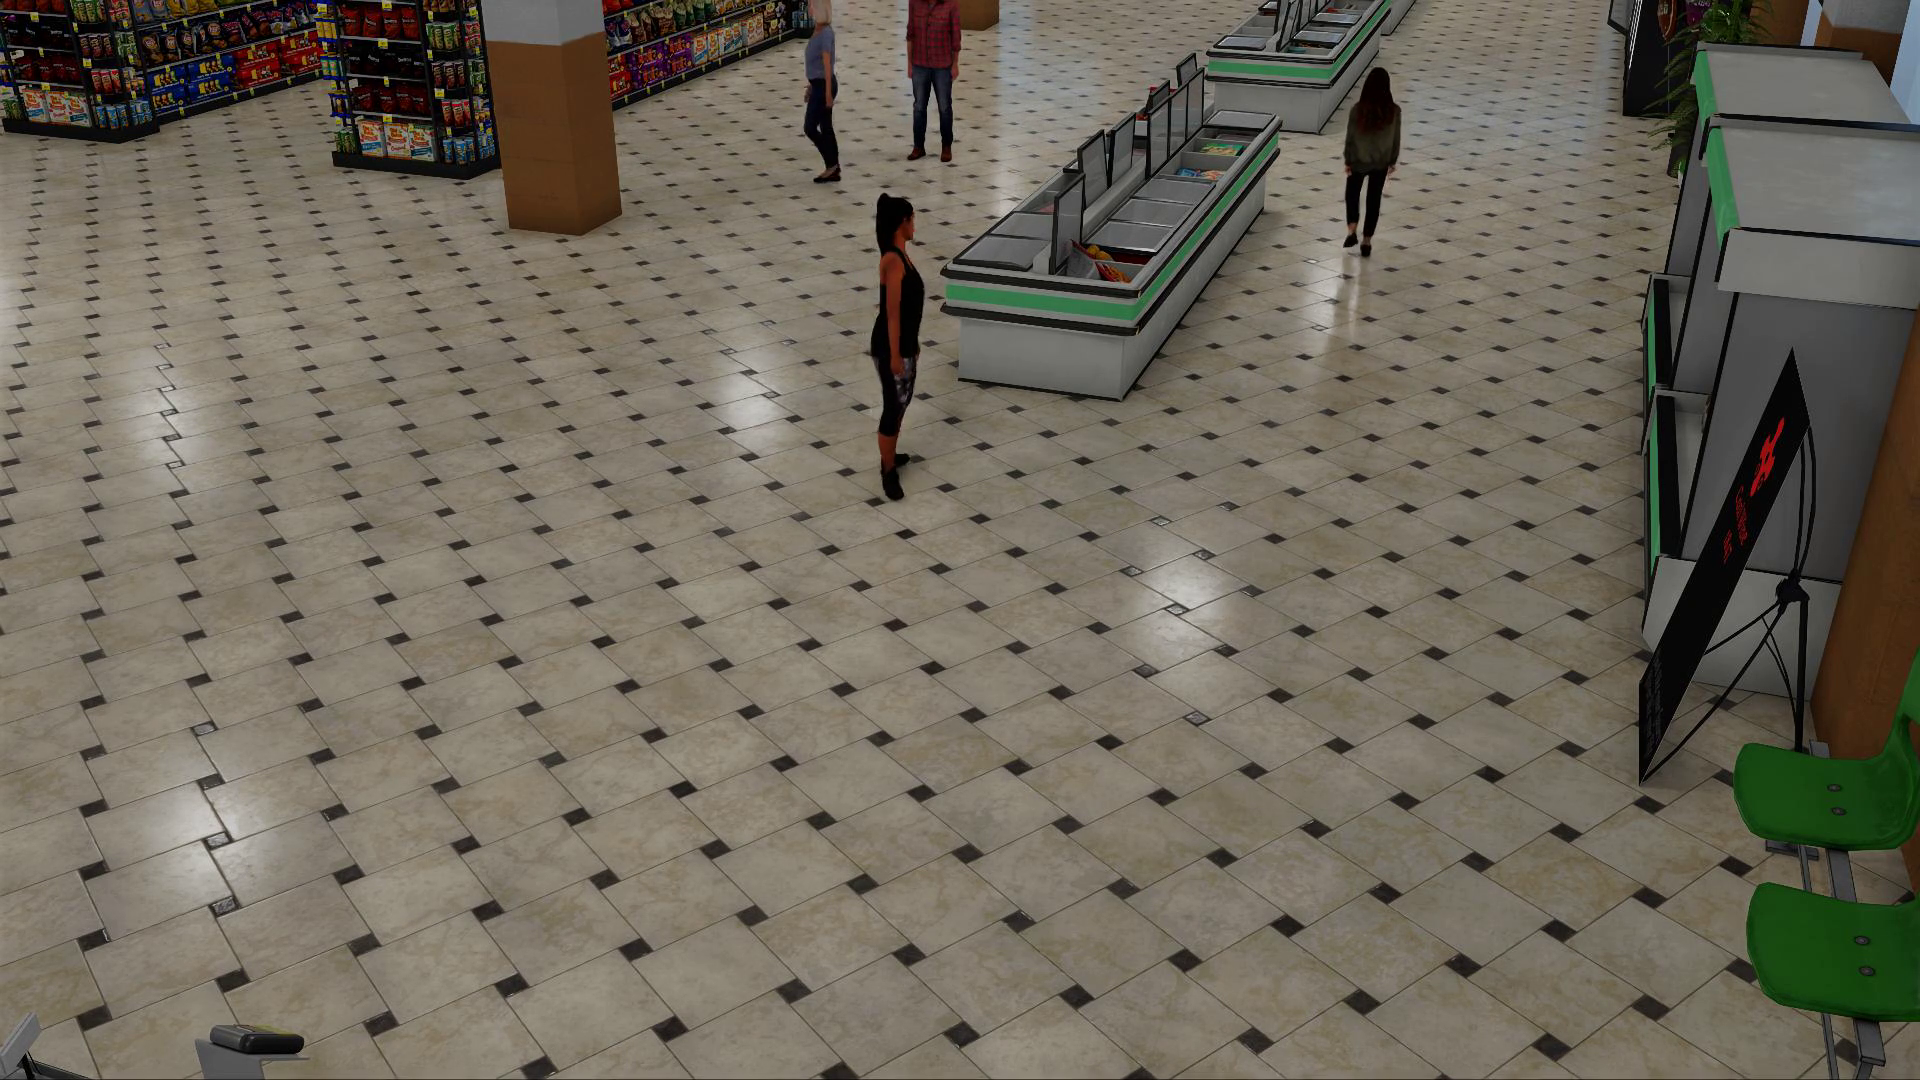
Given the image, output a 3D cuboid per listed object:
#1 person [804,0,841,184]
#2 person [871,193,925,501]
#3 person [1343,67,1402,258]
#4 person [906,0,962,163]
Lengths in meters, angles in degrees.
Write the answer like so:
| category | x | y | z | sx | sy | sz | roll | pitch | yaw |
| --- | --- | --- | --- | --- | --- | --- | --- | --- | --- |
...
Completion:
| category | x | y | z | sx | sy | sz | roll | pitch | yaw |
| --- | --- | --- | --- | --- | --- | --- | --- | --- | --- |
| person | -1.156 | -4.087 | 15.072 | 0.738 | 1.713 | 0.634 | -4 | 27 | -7 |
| person | -0.372 | -1.051 | 9.159 | 0.820 | 1.646 | 0.574 | 7 | 28 | 14 |
| person | 3.234 | -2.949 | 13.100 | 0.623 | 1.465 | 0.608 | 5 | 27 | 10 |
| person | -0.259 | -4.564 | 15.880 | 0.715 | 1.831 | 0.590 | 6 | 27 | 11 |
